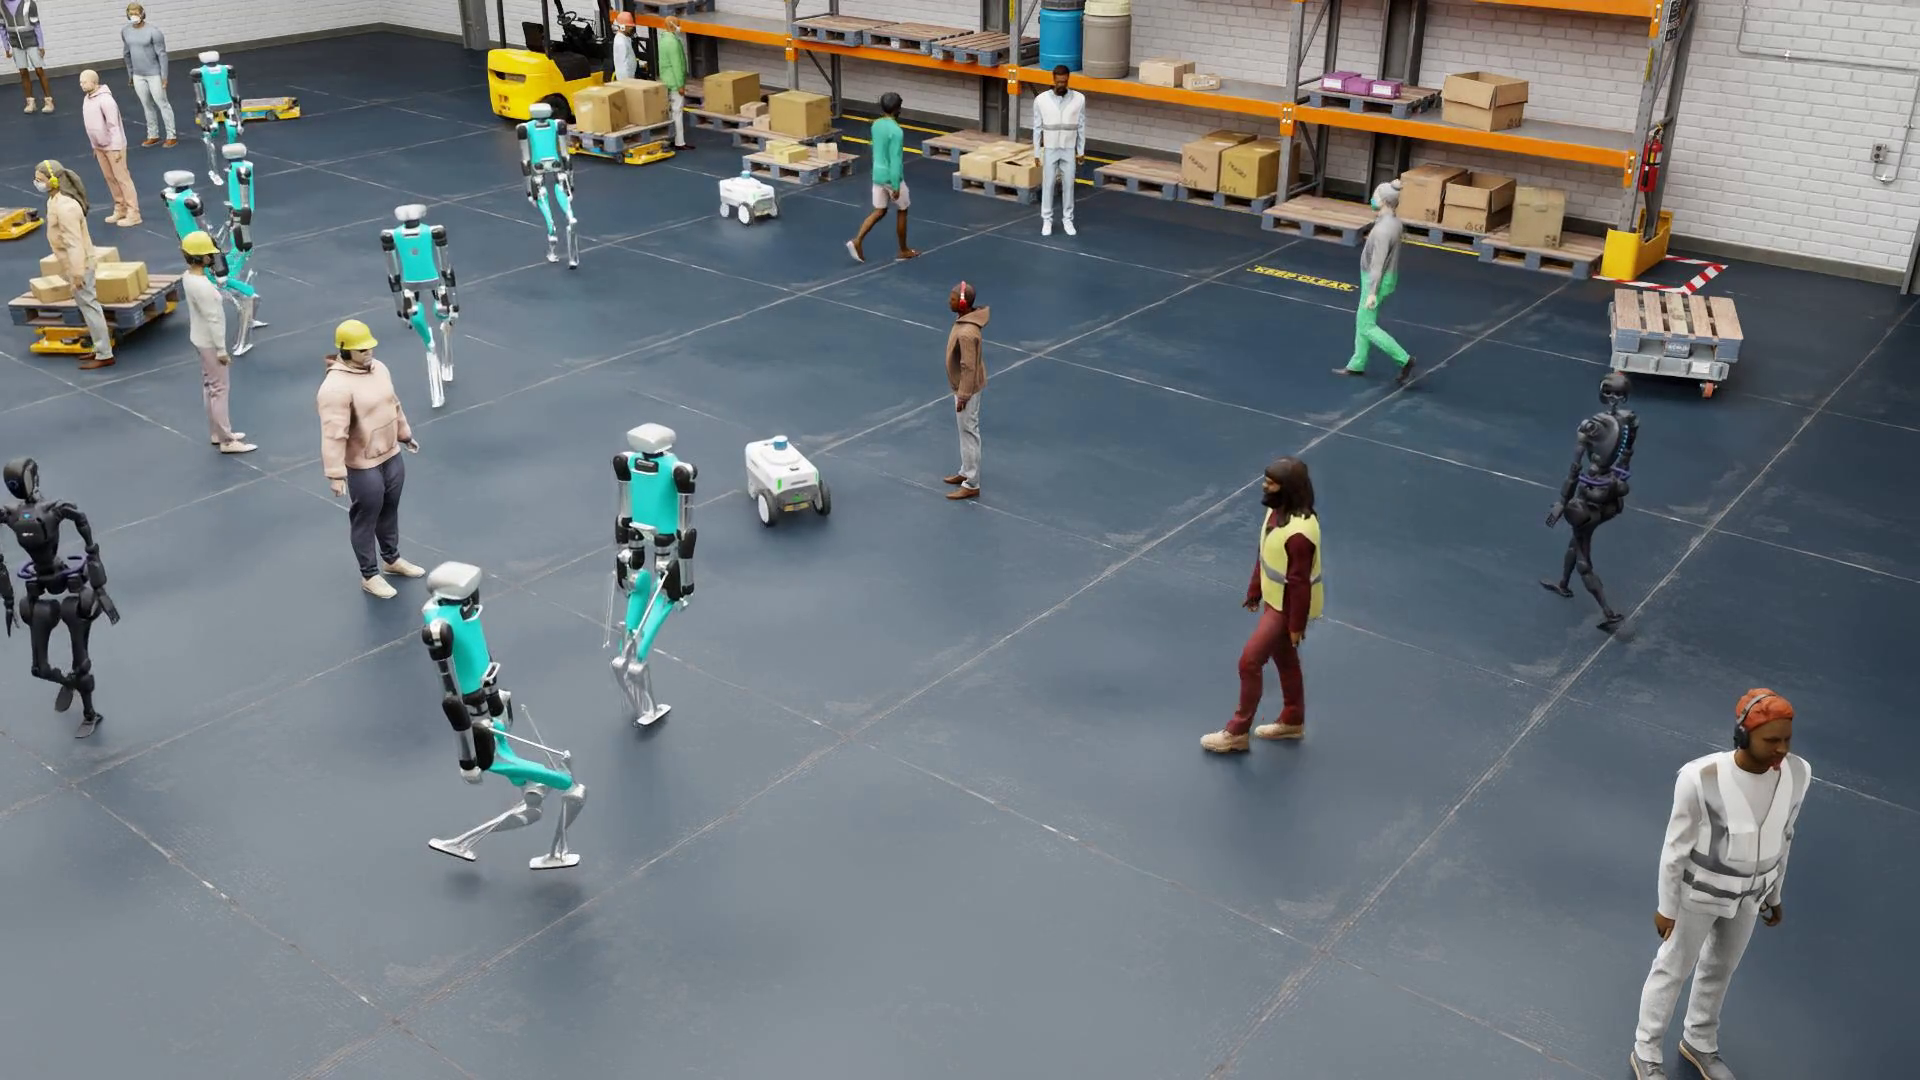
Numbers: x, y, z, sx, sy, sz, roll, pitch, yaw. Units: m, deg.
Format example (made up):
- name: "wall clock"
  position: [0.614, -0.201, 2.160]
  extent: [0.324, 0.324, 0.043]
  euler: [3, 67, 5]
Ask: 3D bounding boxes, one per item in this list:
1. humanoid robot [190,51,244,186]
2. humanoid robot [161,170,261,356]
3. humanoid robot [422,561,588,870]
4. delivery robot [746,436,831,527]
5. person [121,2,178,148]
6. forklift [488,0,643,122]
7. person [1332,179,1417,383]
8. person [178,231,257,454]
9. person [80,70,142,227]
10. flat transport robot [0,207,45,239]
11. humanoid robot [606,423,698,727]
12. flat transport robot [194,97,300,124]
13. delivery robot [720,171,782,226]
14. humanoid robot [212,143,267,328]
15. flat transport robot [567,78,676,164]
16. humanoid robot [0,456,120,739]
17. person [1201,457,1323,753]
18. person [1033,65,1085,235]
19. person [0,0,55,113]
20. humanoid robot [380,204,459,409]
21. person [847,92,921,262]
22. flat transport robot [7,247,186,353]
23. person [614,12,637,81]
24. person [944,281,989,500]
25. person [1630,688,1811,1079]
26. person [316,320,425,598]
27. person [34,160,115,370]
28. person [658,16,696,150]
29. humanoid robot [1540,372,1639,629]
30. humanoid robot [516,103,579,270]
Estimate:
- name: "humanoid robot"
  position: [-9.303, -5.231, 20.767]
  extent: [0.535, 1.775, 0.997]
  euler: [-20, 32, -35]
- name: "humanoid robot"
  position: [-6.669, -2.516, 15.081]
  extent: [0.536, 1.765, 0.801]
  euler: [19, 32, 34]
- name: "humanoid robot"
  position: [-2.159, 0.914, 7.980]
  extent: [0.996, 1.736, 0.545]
  euler: [0, 26, 1]
- name: "delivery robot"
  position: [-1.304, -0.471, 12.209]
  extent: [0.499, 0.587, 0.787]
  euler: [-12, 28, -24]
- name: "person"
  position: [-11.167, -6.384, 22.872]
  extent: [0.634, 1.940, 0.367]
  euler: [5, 26, 10]
- name: "forklift"
  position: [-5.874, -7.334, 24.552]
  extent: [1.214, 2.155, 2.313]
  euler: [19, 32, 34]
- name: "person"
  position: [3.671, -2.229, 14.407]
  extent: [0.699, 1.818, 0.520]
  euler: [13, 28, 24]
- name: "person"
  position: [-5.852, -1.552, 13.064]
  extent: [0.329, 1.765, 0.532]
  euler: [-17, 31, -31]
- name: "person"
  position: [-9.832, -4.535, 19.236]
  extent: [0.519, 1.777, 0.409]
  euler: [15, 30, 28]
- name: "flat transport robot"
  position: [-11.388, -3.622, 19.071]
  extent: [1.431, 0.231, 0.659]
  euler: [0, 26, 0]
- name: "humanoid robot"
  position: [-1.812, 0.319, 9.314]
  extent: [0.540, 1.843, 0.786]
  euler: [13, 29, 25]
- name: "flat transport robot"
  position: [-10.635, -6.412, 24.849]
  extent: [1.431, 0.231, 0.659]
  euler: [-9, 27, -17]
- name: "delivery robot"
  position: [-2.498, -4.040, 19.598]
  extent: [0.499, 0.585, 0.765]
  euler: [-23, 34, -39]
- name: "humanoid robot"
  position: [-6.993, -2.775, 15.736]
  extent: [0.838, 1.863, 0.565]
  euler: [-15, 29, -28]
- name: "flat transport robot"
  position: [-4.633, -5.334, 22.617]
  extent: [1.431, 0.231, 0.659]
  euler: [16, 30, 30]
- name: "humanoid robot"
  position: [-5.060, 0.305, 9.327]
  extent: [0.610, 1.645, 0.426]
  euler: [-5, 26, -10]
- name: "person"
  position: [1.640, 0.365, 9.116]
  extent: [0.748, 1.741, 0.491]
  euler: [-1, 26, -2]
- name: "person"
  position: [1.119, -4.415, 18.835]
  extent: [0.595, 1.909, 0.410]
  euler: [-3, 26, -6]
- name: "person"
  position: [-14.052, -7.434, 24.948]
  extent: [0.598, 2.035, 0.403]
  euler: [-4, 26, -8]
- name: "humanoid robot"
  position: [-4.528, -2.043, 14.172]
  extent: [0.548, 1.770, 1.046]
  euler: [-5, 26, -10]
- name: "person"
  position: [-0.815, -3.855, 17.769]
  extent: [0.799, 1.827, 0.516]
  euler: [-19, 31, -34]
- name: "flat transport robot"
  position: [-8.177, -2.092, 15.902]
  extent: [0.659, 0.231, 1.431]
  euler: [2, 26, 4]
- name: "person"
  position: [-4.676, -6.537, 23.420]
  extent: [0.345, 1.736, 0.573]
  euler: [-5, 26, -10]
- name: "person"
  position: [0.047, -1.107, 12.269]
  extent: [0.333, 1.651, 0.458]
  euler: [-1, 26, -2]
- name: "person"
  position: [3.078, 1.442, 6.728]
  extent: [0.573, 1.884, 0.356]
  euler: [-6, 26, -12]
- name: "person"
  position: [-3.866, -0.551, 10.873]
  extent: [0.410, 1.865, 0.819]
  euler: [8, 27, 17]
- name: "person"
  position: [-7.858, -2.457, 14.825]
  extent: [0.390, 1.873, 0.560]
  euler: [-15, 29, -28]
- name: "person"
  position: [-3.916, -6.261, 22.799]
  extent: [0.385, 1.782, 0.539]
  euler: [-14, 29, -26]
- name: "humanoid robot"
  position: [4.064, -0.262, 10.569]
  extent: [0.616, 1.653, 0.770]
  euler: [-14, 29, -27]
- name: "humanoid robot"
  position: [-4.254, -3.638, 17.475]
  extent: [0.532, 1.770, 1.030]
  euler: [-12, 28, -23]
